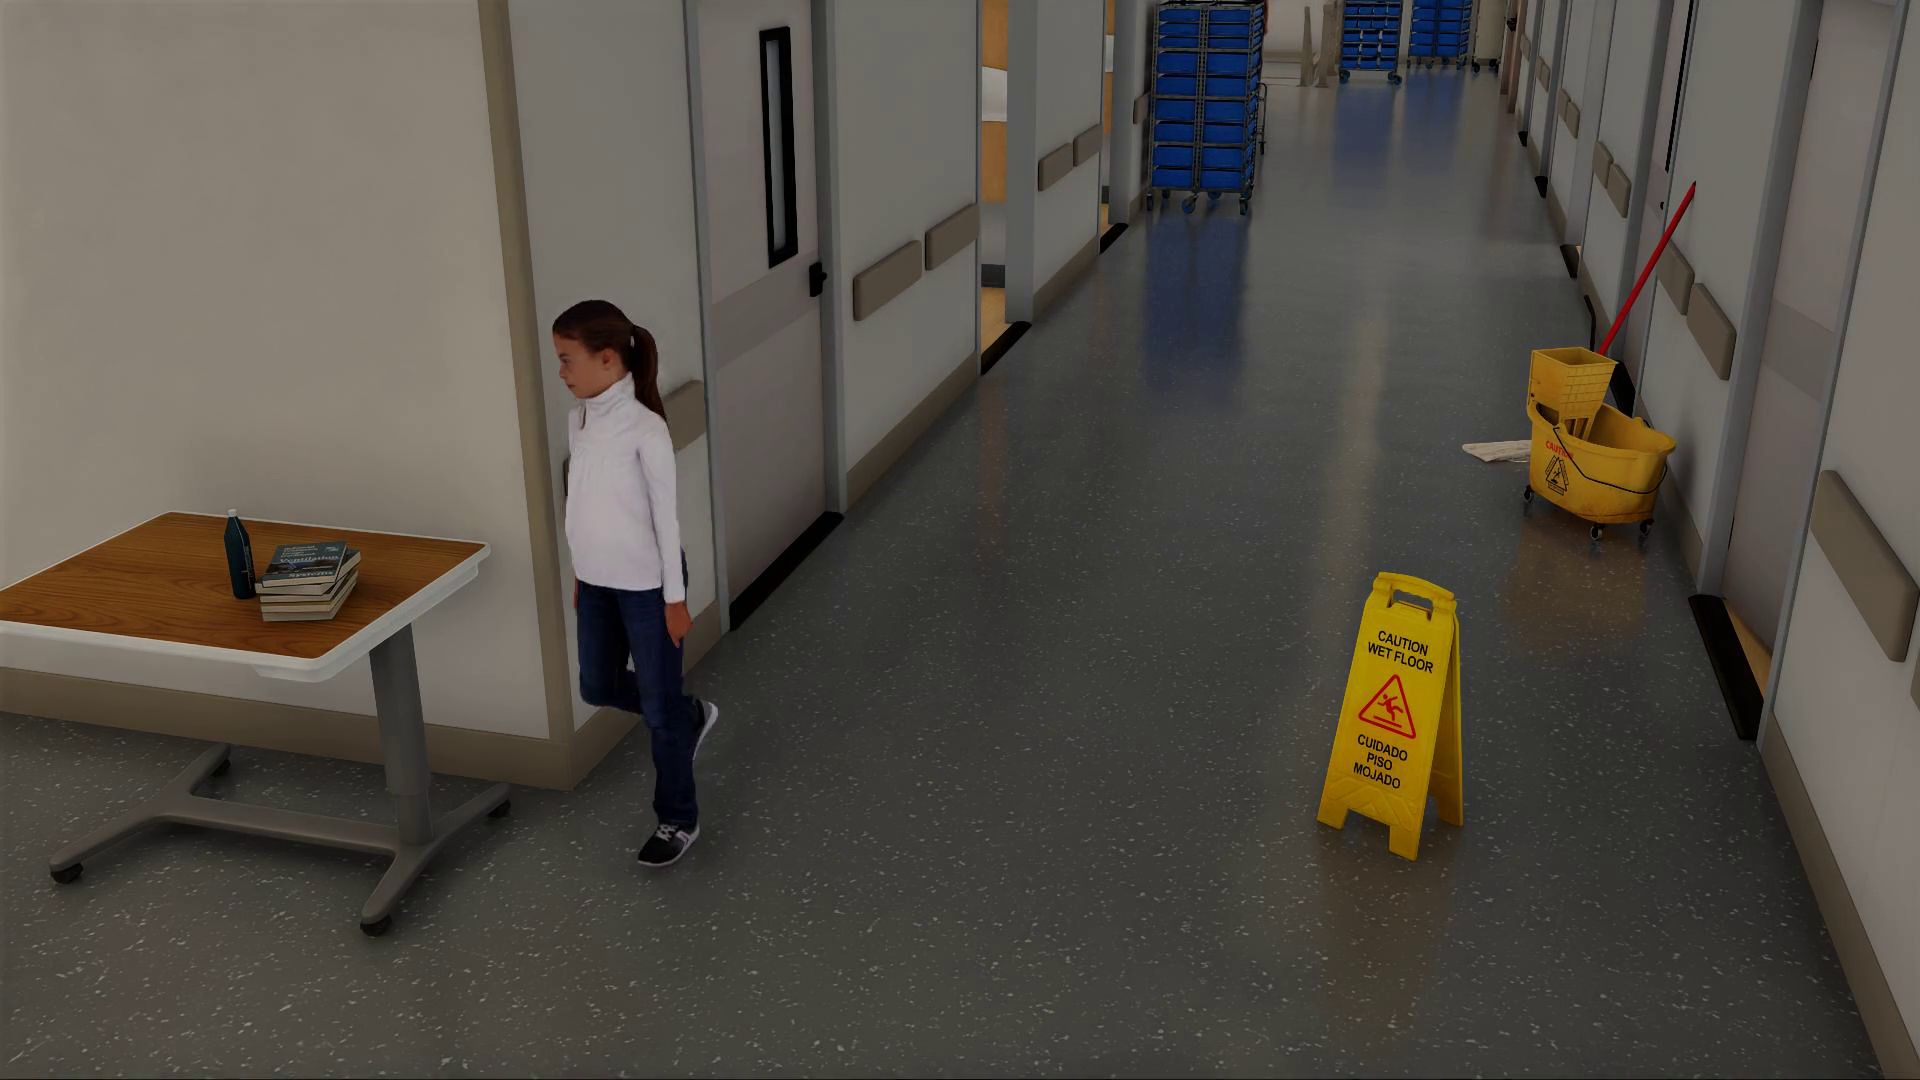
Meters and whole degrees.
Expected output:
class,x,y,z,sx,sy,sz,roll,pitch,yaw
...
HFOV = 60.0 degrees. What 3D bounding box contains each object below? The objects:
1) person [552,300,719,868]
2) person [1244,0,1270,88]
class,x,y,z,sx,sy,sz,roll,pitch,yaw
person,-0.843,0.089,4.539,0.675,1.546,0.810,11,23,27
person,4.246,-7.540,24.257,0.687,1.833,0.604,0,21,1
